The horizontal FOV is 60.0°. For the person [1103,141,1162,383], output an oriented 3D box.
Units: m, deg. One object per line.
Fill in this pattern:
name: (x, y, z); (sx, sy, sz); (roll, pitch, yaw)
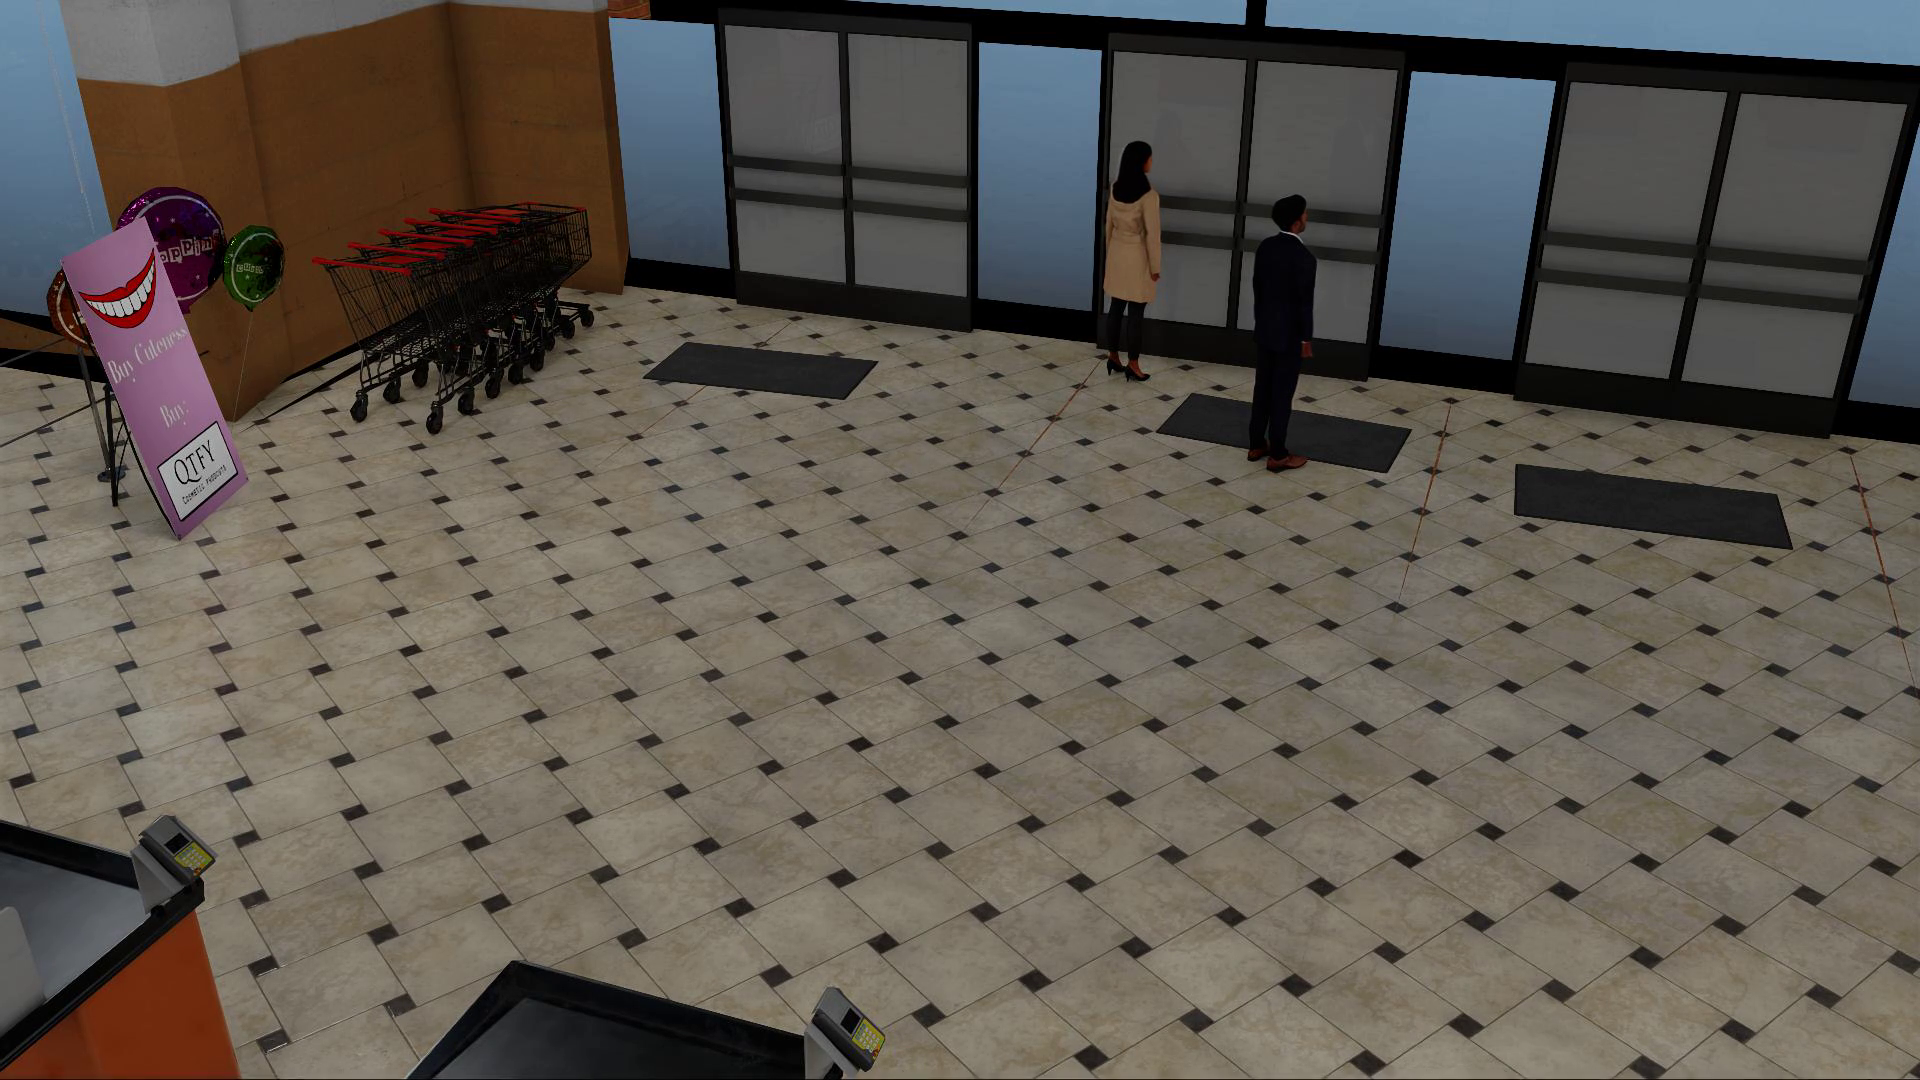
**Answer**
person: (1.193, -1.935, 11.594); (0.721, 1.680, 0.726); (-20, 33, -34)

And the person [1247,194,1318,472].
person: (1.967, -1.274, 10.239); (0.742, 1.727, 0.710); (-15, 31, -28)
